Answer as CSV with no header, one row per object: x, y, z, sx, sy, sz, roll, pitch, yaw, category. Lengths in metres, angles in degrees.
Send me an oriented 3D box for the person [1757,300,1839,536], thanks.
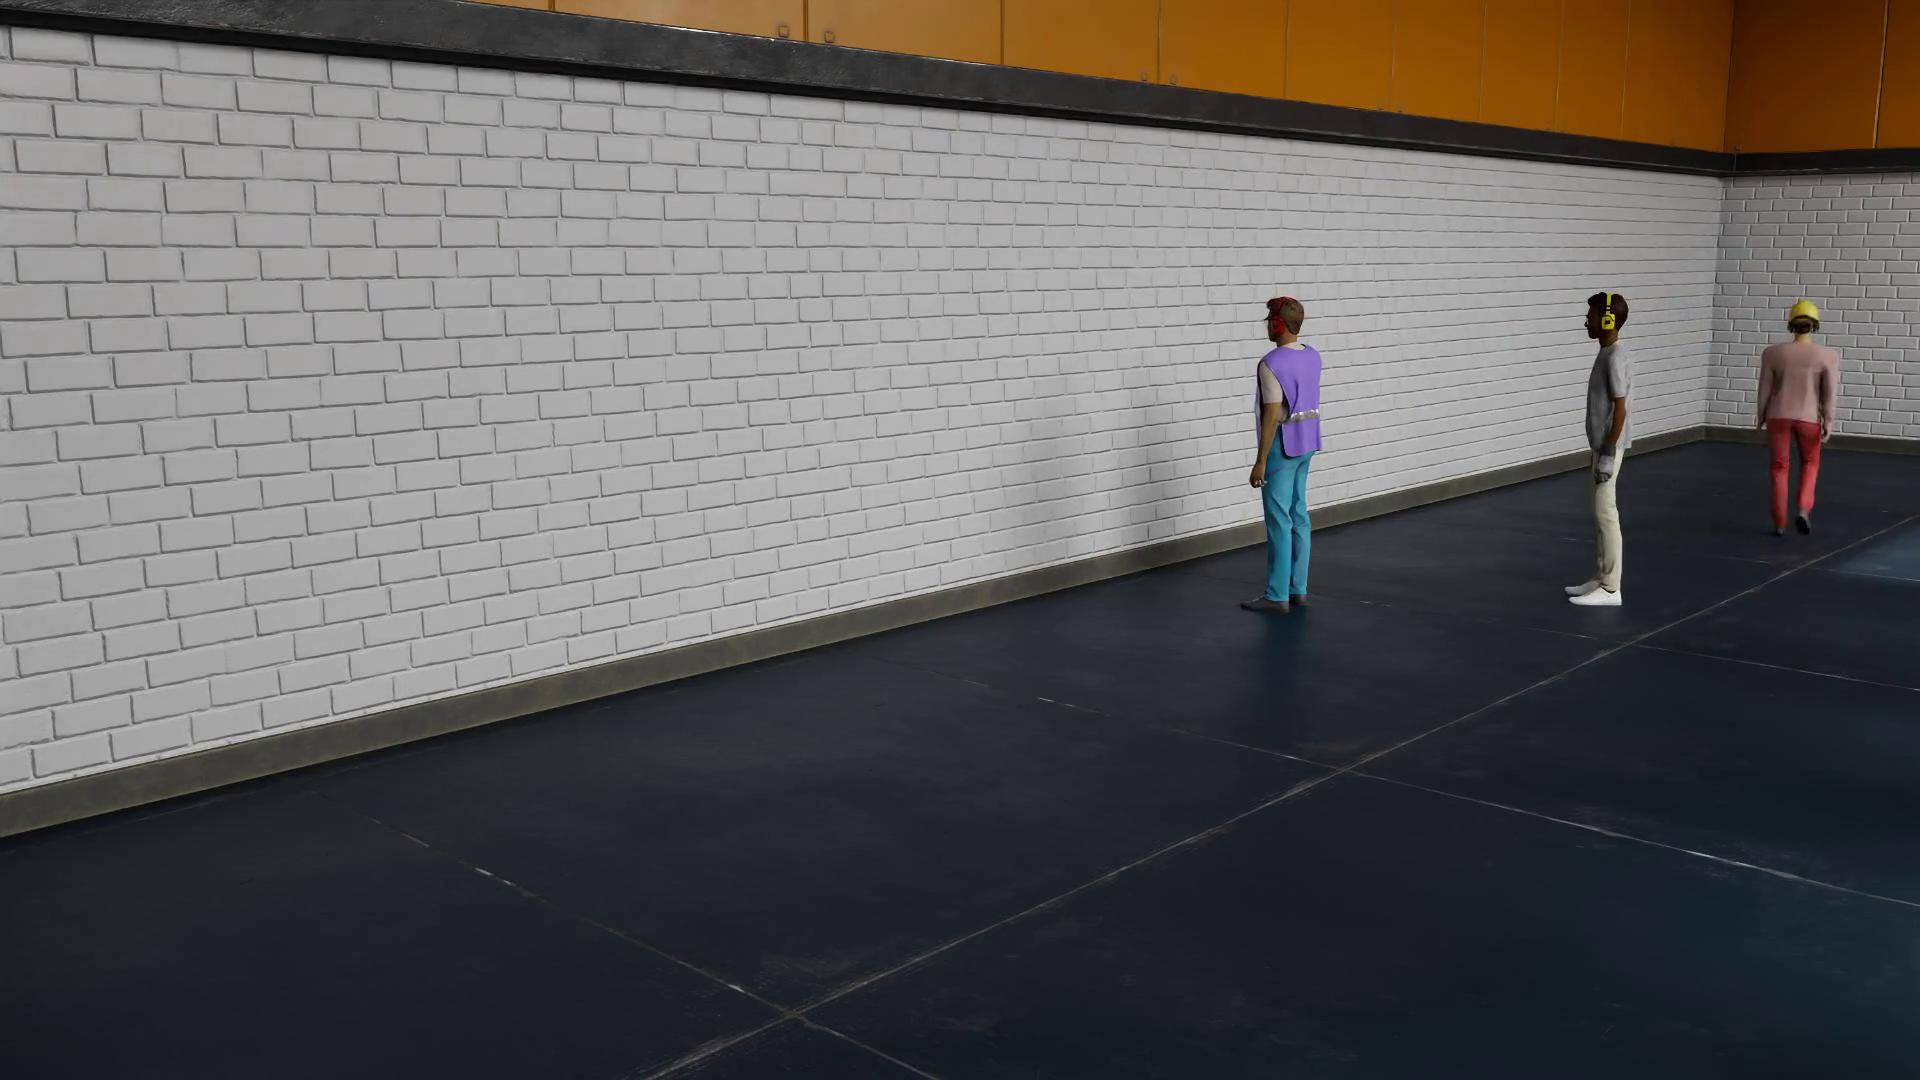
6.150,-0.887,12.255,0.529,1.756,0.340,6,11,29,person

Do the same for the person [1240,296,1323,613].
1.910,-0.494,9.748,0.389,1.846,0.565,8,13,38,person

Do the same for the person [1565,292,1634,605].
3.842,-0.537,9.931,0.309,1.868,0.535,3,10,17,person
